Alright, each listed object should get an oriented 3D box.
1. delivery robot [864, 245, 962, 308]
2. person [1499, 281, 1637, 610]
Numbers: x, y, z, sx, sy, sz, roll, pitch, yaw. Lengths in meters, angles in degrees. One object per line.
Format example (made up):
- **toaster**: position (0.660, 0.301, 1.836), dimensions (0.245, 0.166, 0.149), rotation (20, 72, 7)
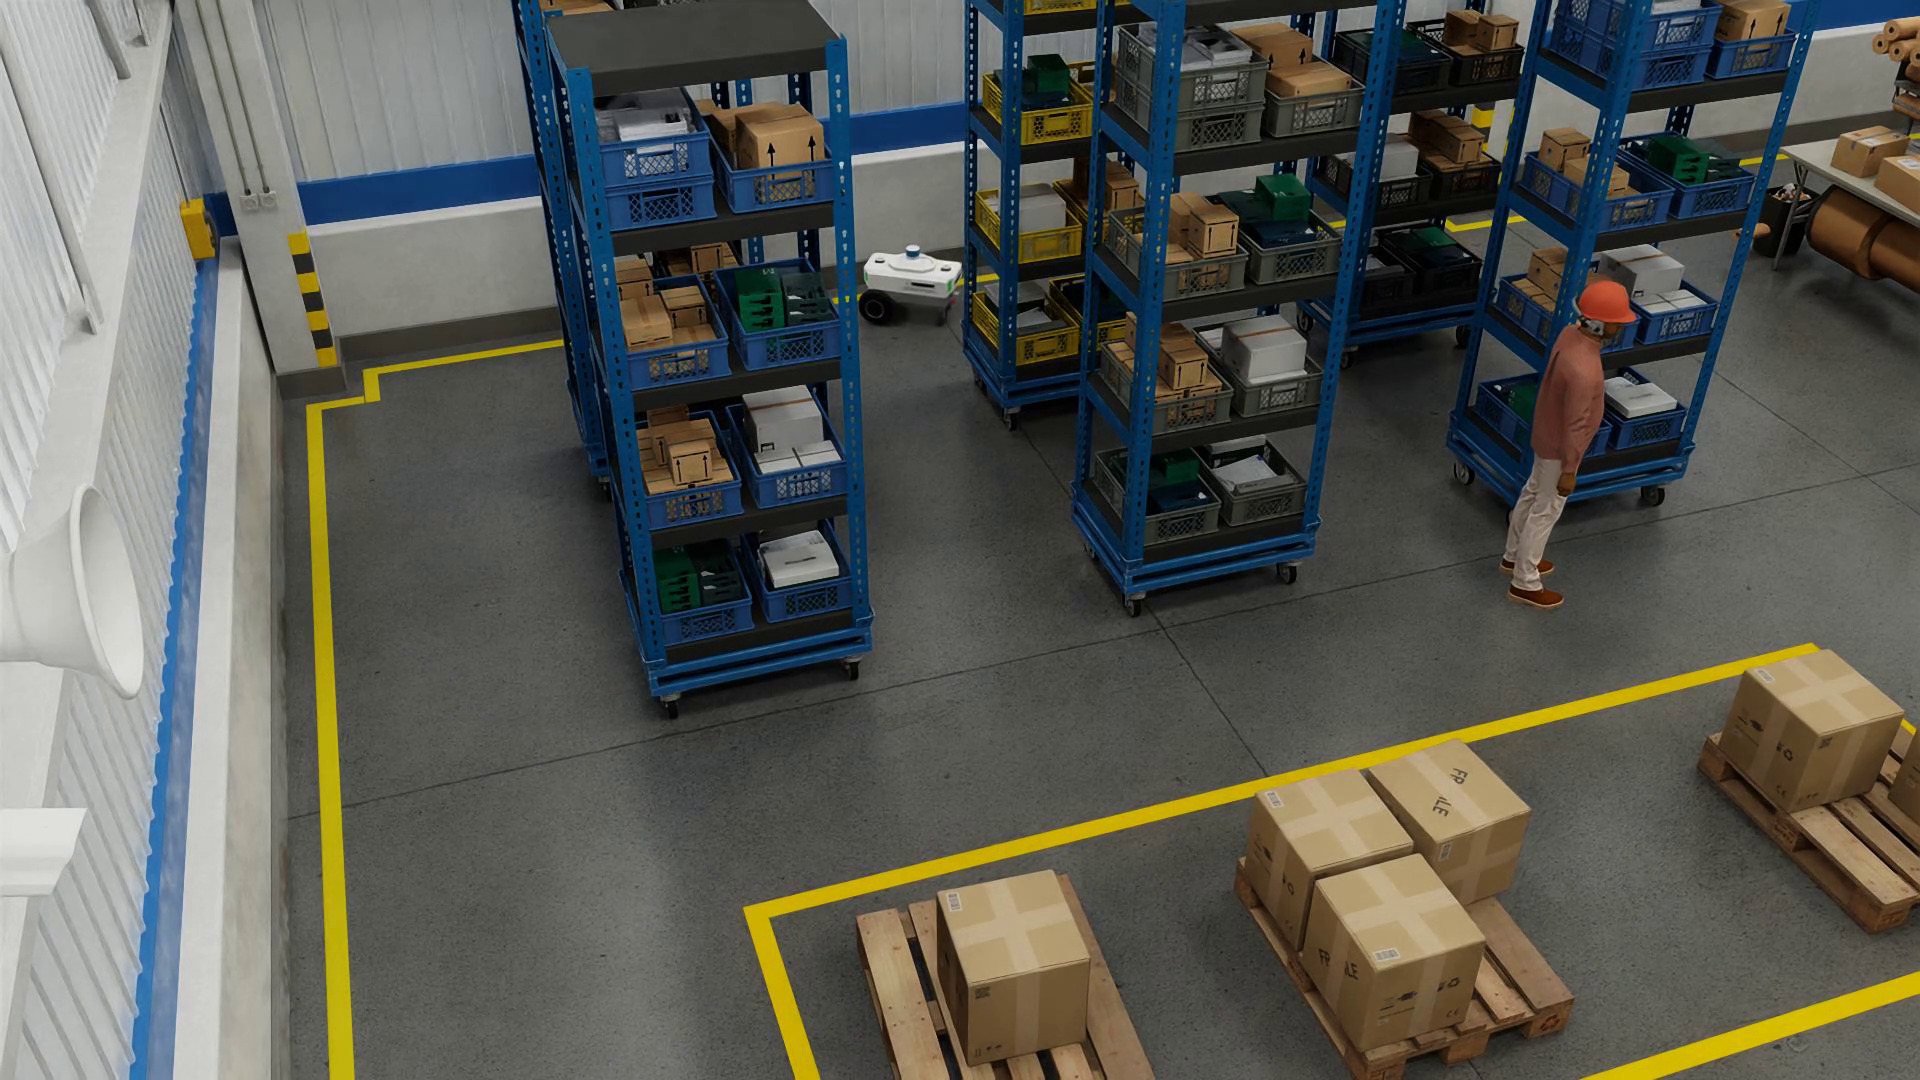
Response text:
- **delivery robot**: position (-0.349, -1.977, 12.511), dimensions (0.707, 0.478, 0.477), rotation (9, 36, 12)
- **person**: position (3.391, -0.543, 9.317), dimensions (0.396, 1.992, 0.623), rotation (5, 35, 7)
